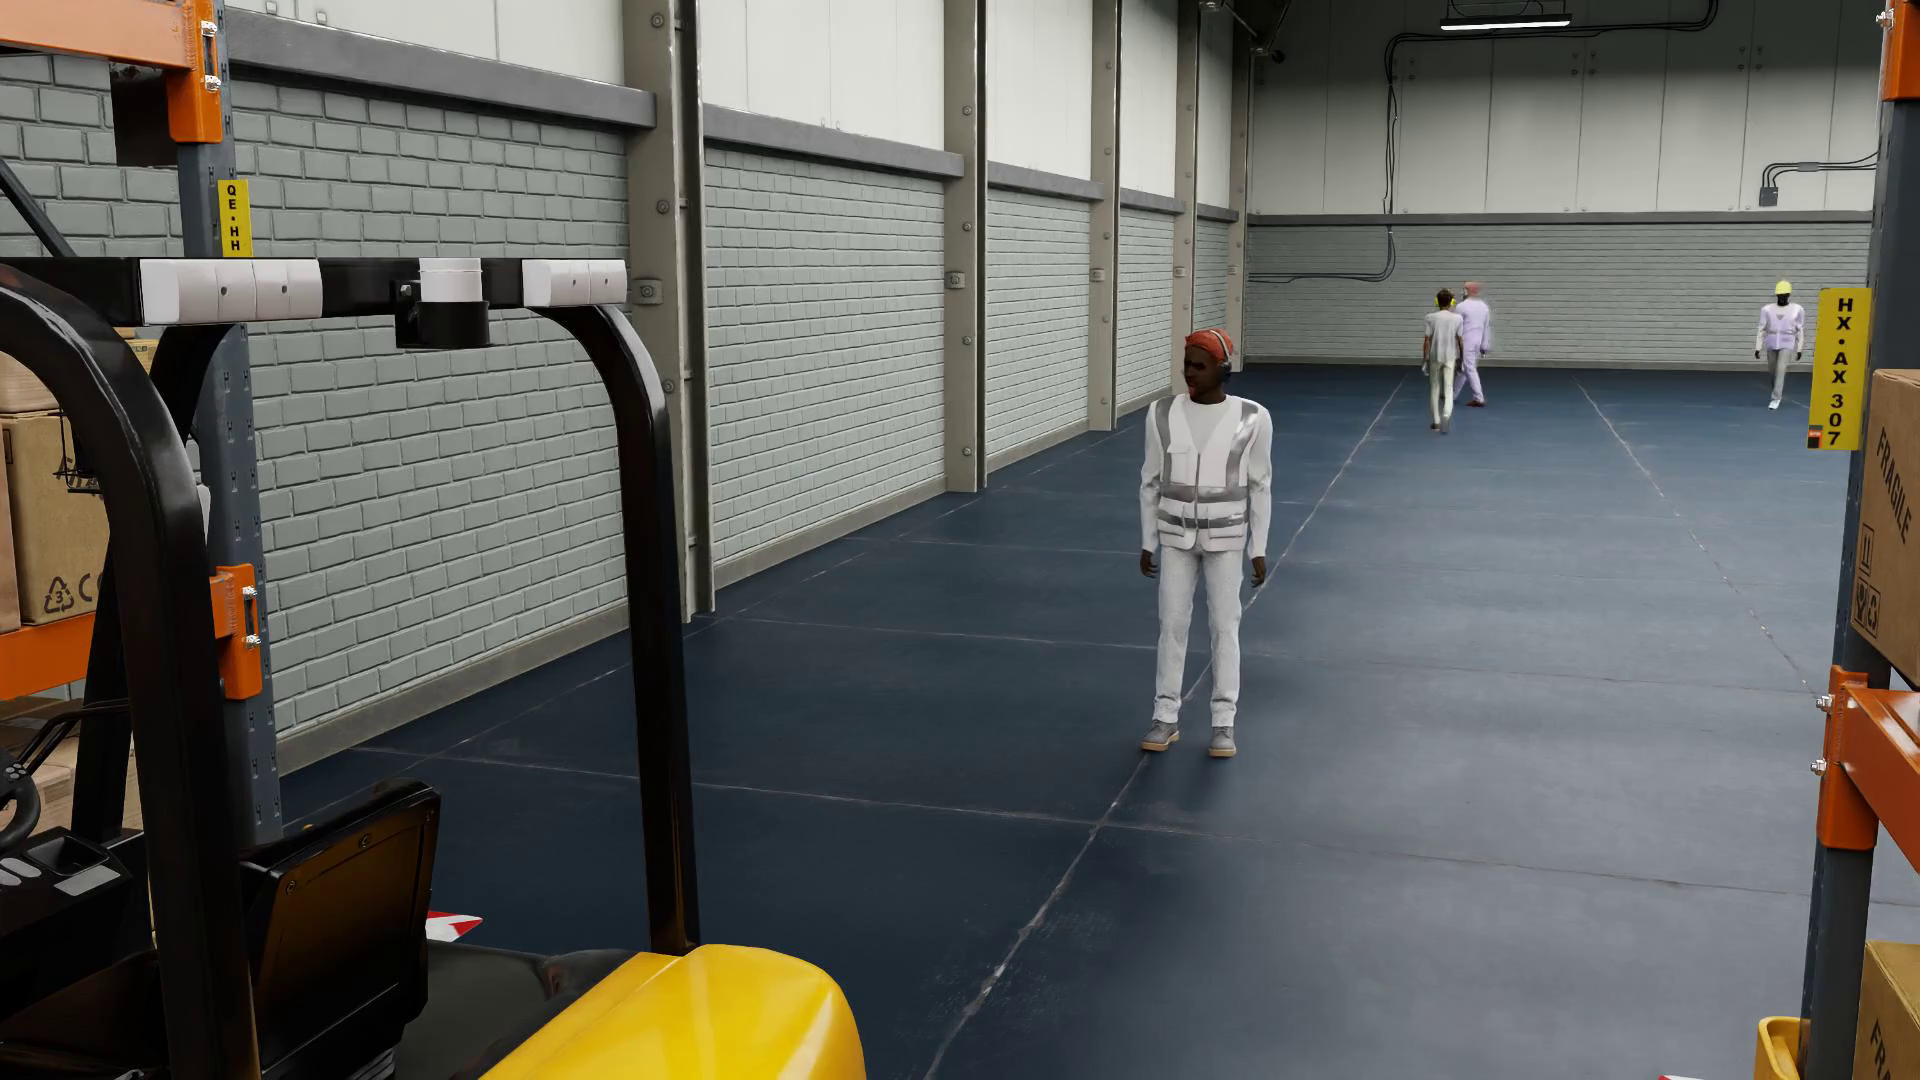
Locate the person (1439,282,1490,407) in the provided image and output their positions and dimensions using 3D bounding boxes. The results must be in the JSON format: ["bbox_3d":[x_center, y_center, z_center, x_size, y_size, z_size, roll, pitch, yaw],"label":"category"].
[{"bbox_3d":[7.611,-2.951,25.073,0.640,1.855,0.999,-6,11,-34],"label":"person"}]

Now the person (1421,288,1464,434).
[{"bbox_3d":[6.131,-2.275,21.098,0.526,1.842,0.854,2,10,12],"label":"person"}]

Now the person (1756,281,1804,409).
[{"bbox_3d":[12.169,-2.899,24.669,0.604,1.896,0.932,8,12,38],"label":"person"}]

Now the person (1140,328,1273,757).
[{"bbox_3d":[1.068,0.016,7.316,0.574,1.882,0.361,4,10,20],"label":"person"}]
